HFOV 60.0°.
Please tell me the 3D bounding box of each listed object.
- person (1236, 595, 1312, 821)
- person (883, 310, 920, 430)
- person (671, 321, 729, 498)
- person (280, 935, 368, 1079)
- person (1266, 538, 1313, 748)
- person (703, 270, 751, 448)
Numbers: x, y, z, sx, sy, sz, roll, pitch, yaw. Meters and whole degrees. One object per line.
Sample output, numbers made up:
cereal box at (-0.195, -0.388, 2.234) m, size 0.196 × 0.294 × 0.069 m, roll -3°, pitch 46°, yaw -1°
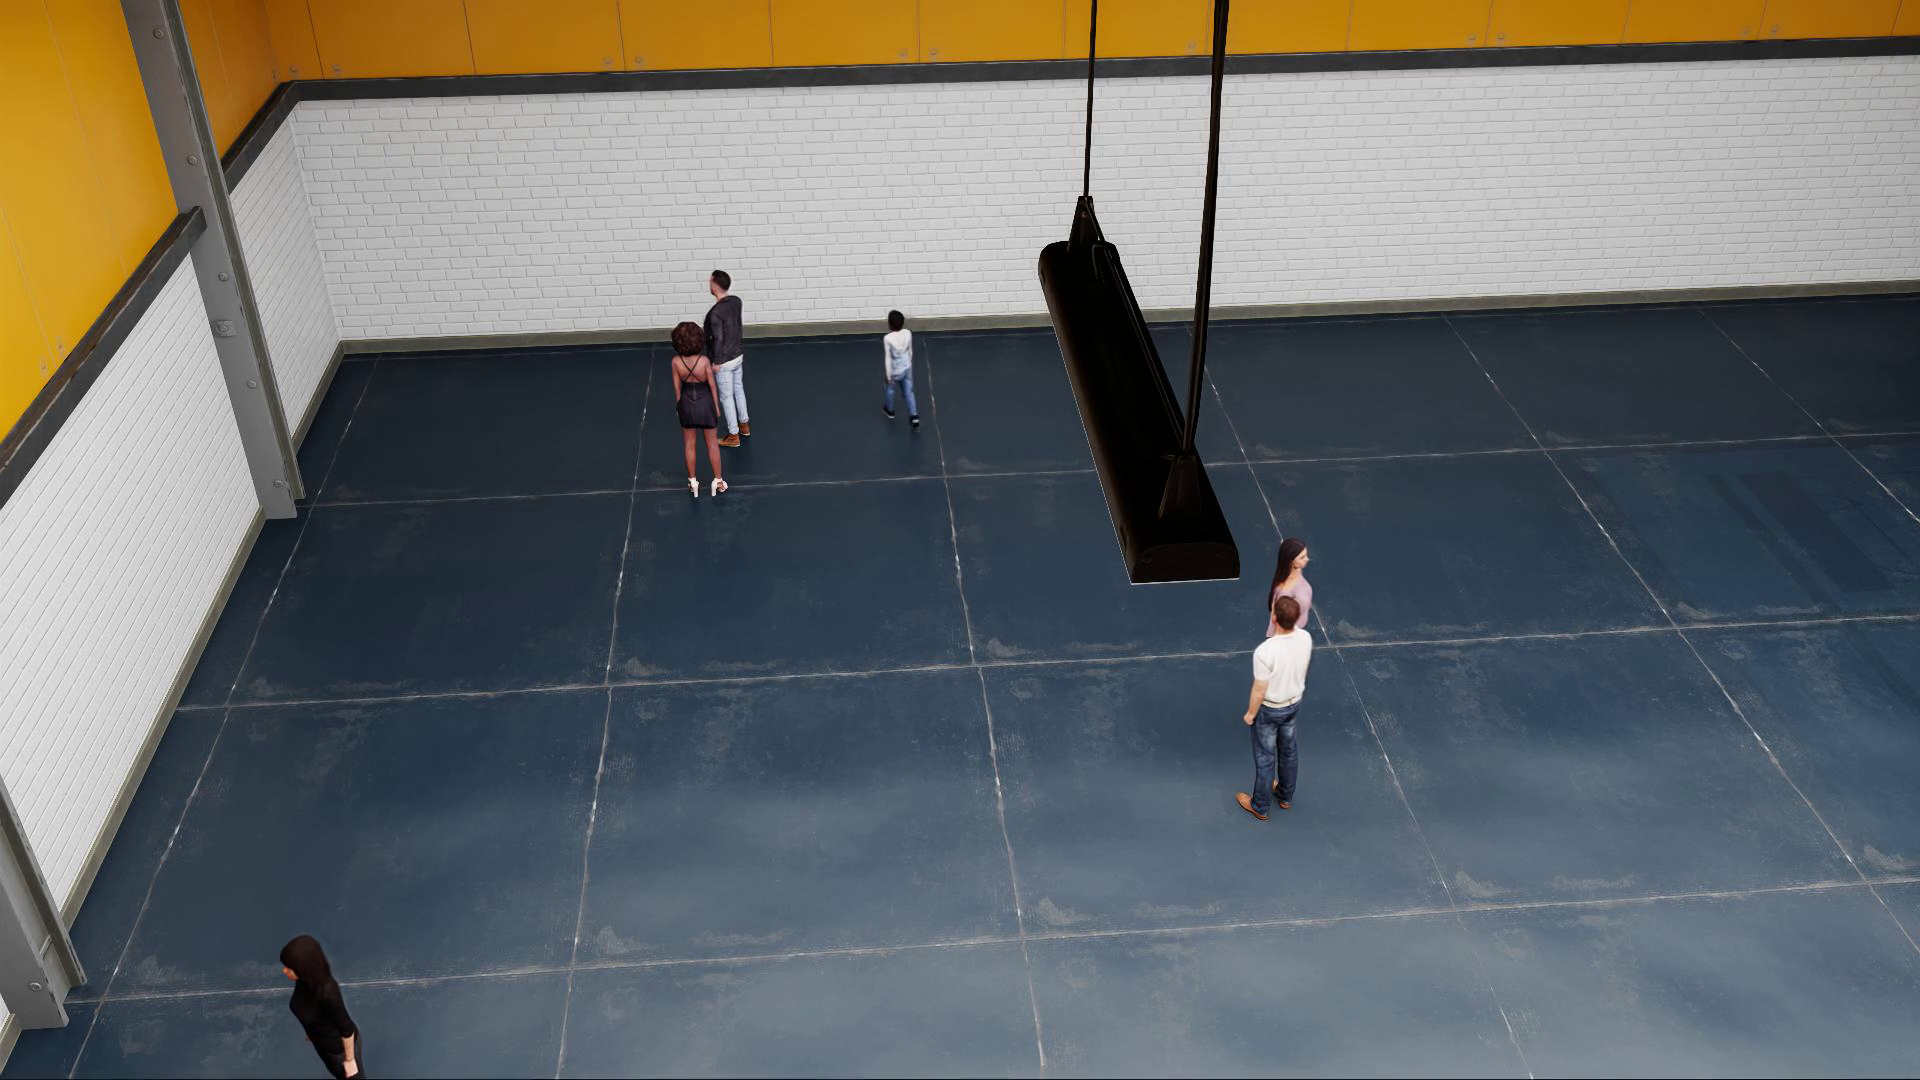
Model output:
person at (2.251, 1.186, 11.790) m, size 0.745 × 1.853 × 0.722 m, roll -18°, pitch 38°, yaw -25°
person at (-0.585, -1.702, 16.685) m, size 0.649 × 1.245 × 0.904 m, roll -14°, pitch 36°, yaw -20°
person at (-2.439, -1.203, 15.443) m, size 0.586 × 1.789 × 0.568 m, roll 1°, pitch 34°, yaw 2°
person at (-3.562, 2.845, 9.486) m, size 0.659 × 1.641 × 0.714 m, roll 24°, pitch 40°, yaw 31°
person at (2.413, 0.757, 12.473) m, size 0.746 × 1.812 × 0.606 m, roll 11°, pitch 35°, yaw 16°
person at (-2.272, -1.782, 16.271) m, size 0.792 × 1.836 × 0.650 m, roll 13°, pitch 36°, yaw 19°
